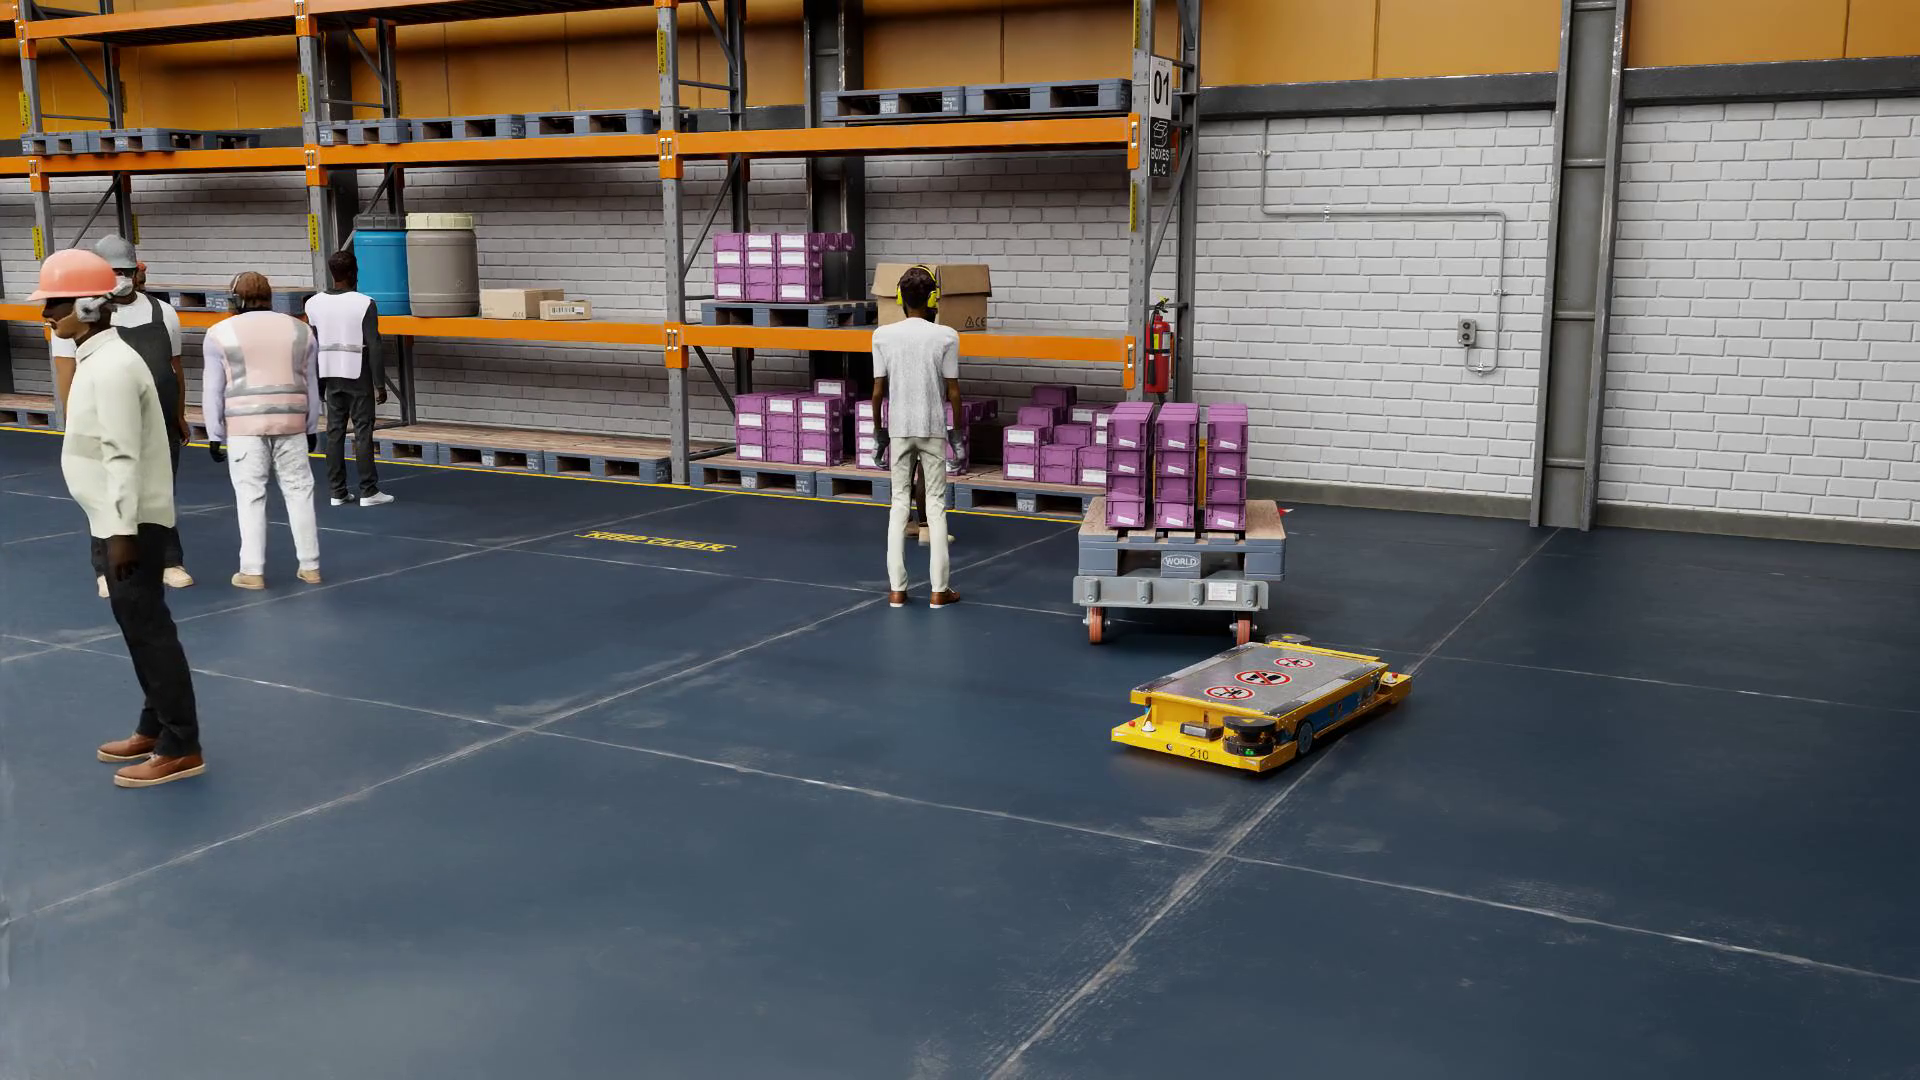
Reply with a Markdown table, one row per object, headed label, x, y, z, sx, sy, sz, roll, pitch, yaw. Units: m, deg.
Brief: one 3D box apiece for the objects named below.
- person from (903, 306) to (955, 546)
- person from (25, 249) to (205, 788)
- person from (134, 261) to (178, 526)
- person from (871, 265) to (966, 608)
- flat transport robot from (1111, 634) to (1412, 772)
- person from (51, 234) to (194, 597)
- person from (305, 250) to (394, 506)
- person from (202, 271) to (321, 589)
| label | x | y | z | sx | sy | sz | roll | pitch | yaw |
| --- | --- | --- | --- | --- | --- | --- | --- | --- | --- |
| person | -0.252 | -0.813 | 10.968 | 0.318 | 1.700 | 0.535 | -6 | 12 | -31 |
| person | -3.151 | -0.077 | 6.181 | 0.428 | 1.981 | 0.635 | -7 | 12 | -34 |
| person | -5.642 | -0.978 | 11.358 | 0.356 | 1.887 | 0.572 | -1 | 10 | -5 |
| person | -0.226 | -0.556 | 9.089 | 0.532 | 1.871 | 0.319 | 2 | 10 | 10 |
| flat transport robot | 1.285 | 0.644 | 6.894 | 0.652 | 0.197 | 1.431 | 8 | 13 | 37 |
| person | -4.704 | -0.706 | 9.444 | 0.539 | 2.000 | 0.689 | 10 | 14 | 44 |
| person | -4.608 | -1.208 | 12.528 | 0.596 | 1.918 | 0.379 | 2 | 11 | 12 |
| person | -4.040 | -0.632 | 9.648 | 0.644 | 1.833 | 0.431 | -8 | 13 | -36 |
